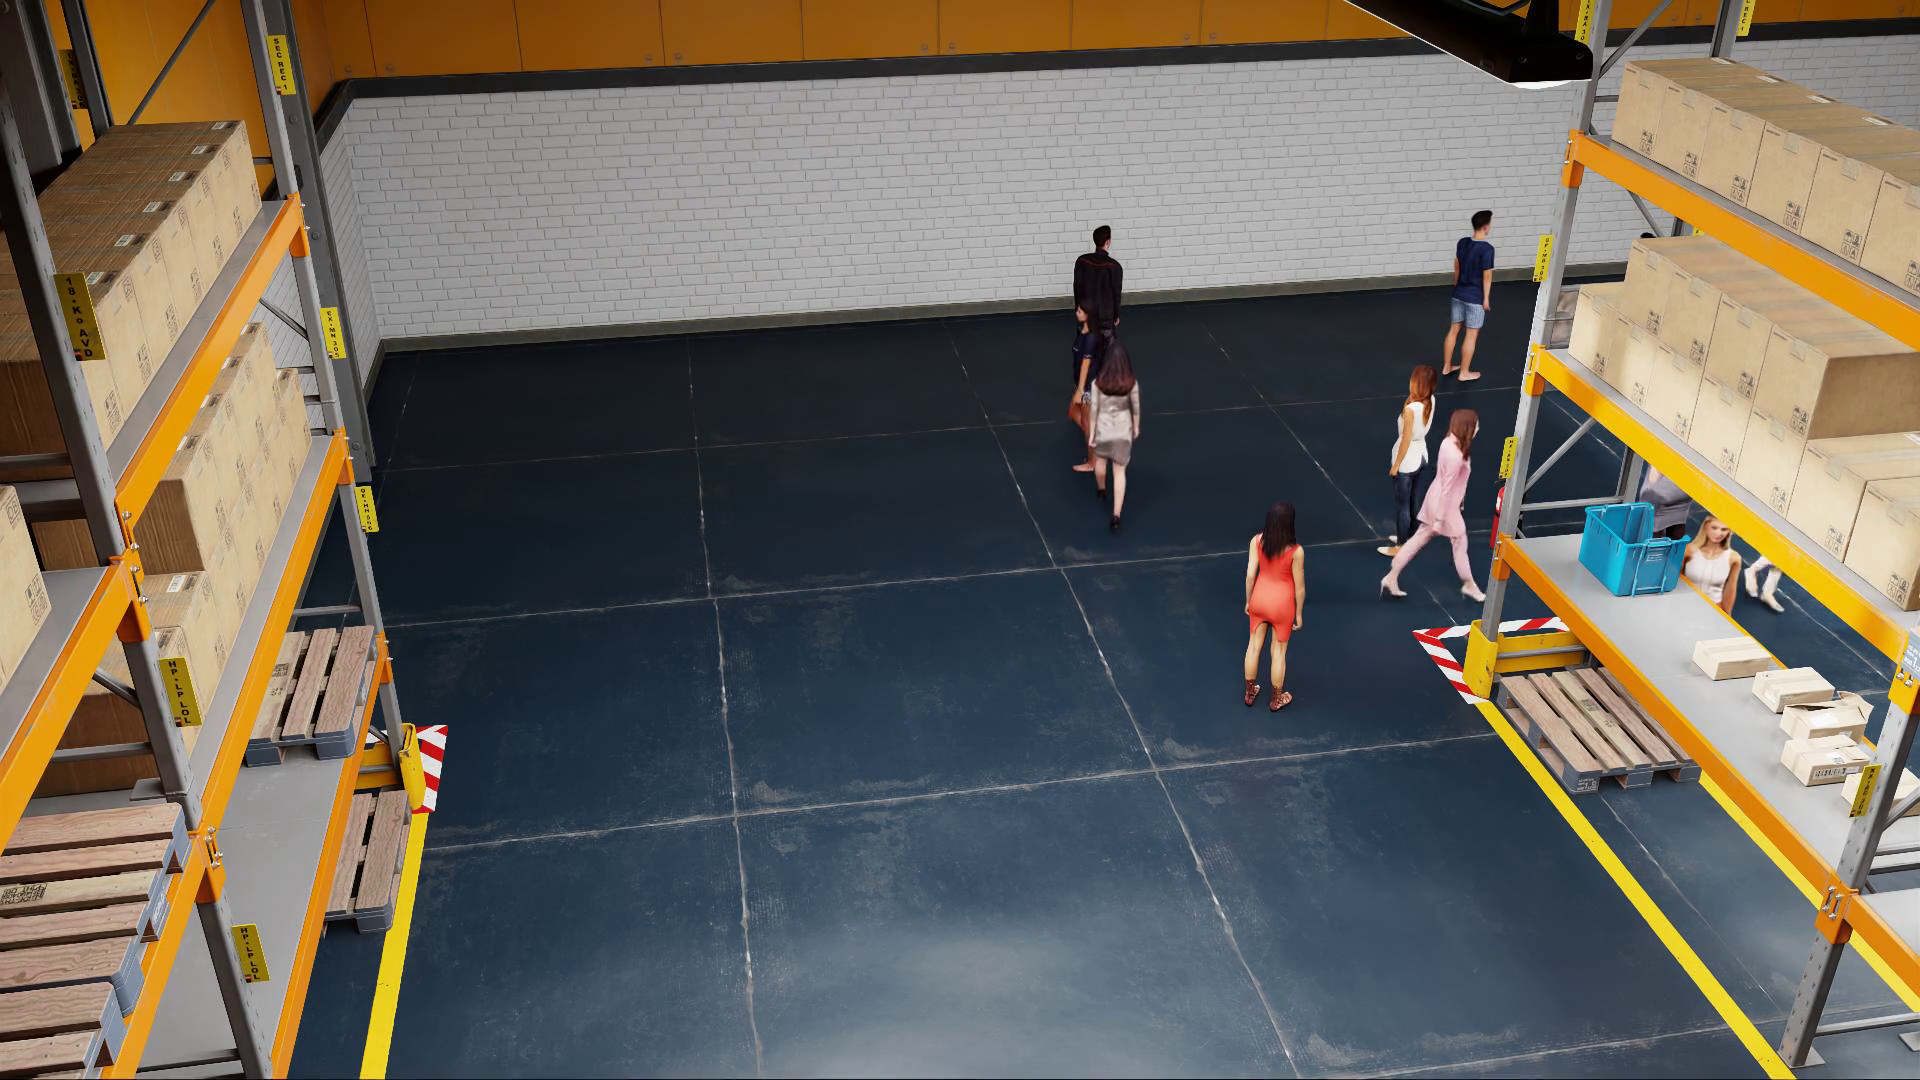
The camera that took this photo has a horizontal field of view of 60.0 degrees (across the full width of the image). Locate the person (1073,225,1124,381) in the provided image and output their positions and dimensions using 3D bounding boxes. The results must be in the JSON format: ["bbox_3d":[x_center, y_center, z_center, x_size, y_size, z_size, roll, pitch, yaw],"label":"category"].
[{"bbox_3d":[1.430,-2.325,17.234,0.773,1.911,0.800,14,32,24],"label":"person"}]

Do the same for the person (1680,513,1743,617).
[{"bbox_3d":[5.319,0.565,12.051,0.716,1.800,0.740,9,30,16],"label":"person"}]

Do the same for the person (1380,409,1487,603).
[{"bbox_3d":[3.849,-0.236,13.578,0.881,1.744,1.154,1,29,2],"label":"person"}]

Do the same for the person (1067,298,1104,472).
[{"bbox_3d":[1.306,-1.445,15.782,0.701,1.756,0.618,2,29,4],"label":"person"}]

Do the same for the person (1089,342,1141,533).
[{"bbox_3d":[1.378,-0.879,14.803,0.786,1.699,1.111,2,29,4],"label":"person"}]

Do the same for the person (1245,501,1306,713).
[{"bbox_3d":[2.306,0.484,12.284,0.665,1.719,0.700,15,32,25],"label":"person"}]

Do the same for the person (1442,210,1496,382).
[{"bbox_3d":[5.468,-2.628,17.858,0.757,1.844,0.624,-19,34,-30],"label":"person"}]

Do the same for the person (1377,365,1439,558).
[{"bbox_3d":[3.899,-0.677,14.344,0.705,1.785,0.663,23,36,35],"label":"person"}]
